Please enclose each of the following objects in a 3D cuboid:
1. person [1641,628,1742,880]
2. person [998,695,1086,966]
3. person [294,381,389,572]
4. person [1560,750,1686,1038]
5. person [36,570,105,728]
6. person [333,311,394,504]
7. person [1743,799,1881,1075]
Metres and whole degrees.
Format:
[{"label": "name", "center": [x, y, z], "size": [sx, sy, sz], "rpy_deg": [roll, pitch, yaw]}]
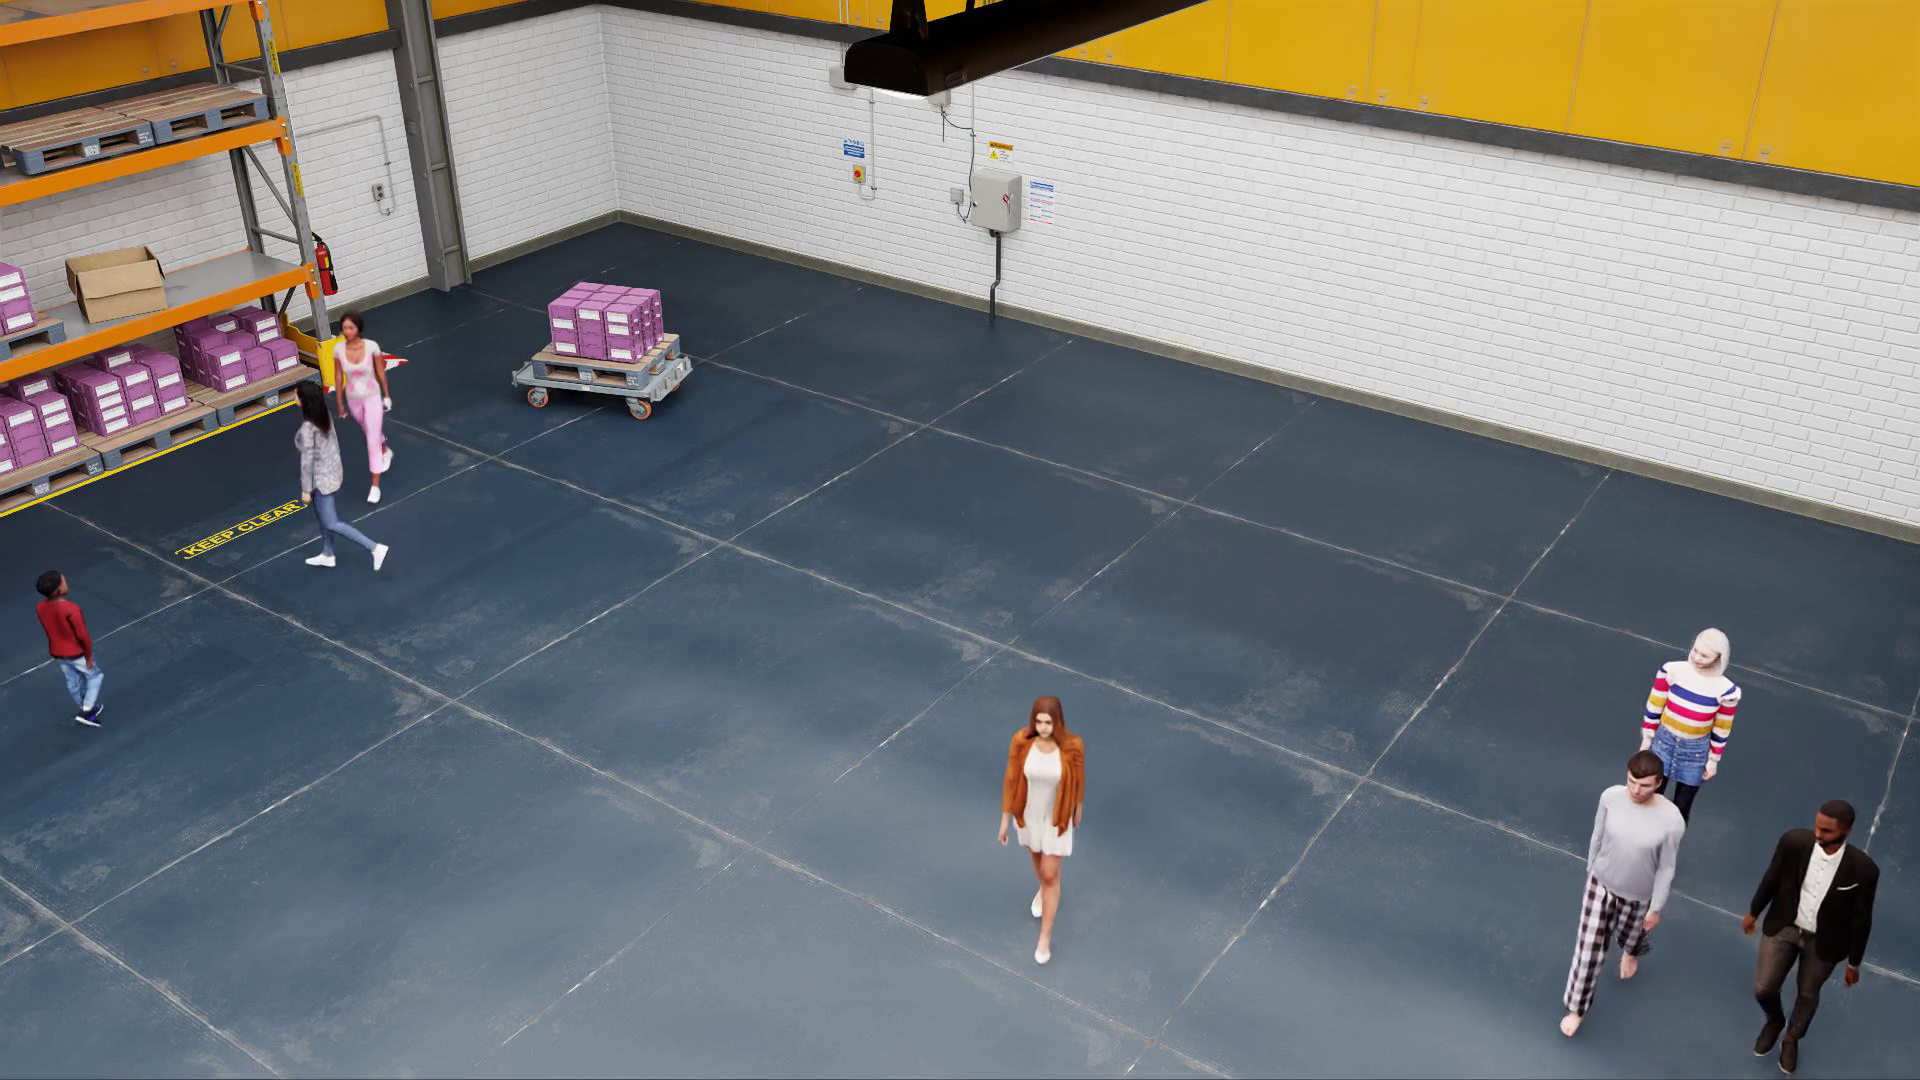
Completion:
[{"label": "person", "center": [4.479, 1.307, 10.325], "size": [0.649, 1.808, 0.511], "rpy_deg": [20, 34, 32]}, {"label": "person", "center": [0.506, 1.582, 9.946], "size": [0.824, 1.689, 1.058], "rpy_deg": [7, 29, 13]}, {"label": "person", "center": [-5.175, -0.484, 13.707], "size": [1.004, 1.713, 1.070], "rpy_deg": [3, 29, 5]}, {"label": "person", "center": [3.734, 1.884, 9.270], "size": [0.655, 1.807, 1.107], "rpy_deg": [19, 34, 31]}, {"label": "person", "center": [-6.363, 0.808, 11.827], "size": [0.621, 1.246, 0.693], "rpy_deg": [5, 29, 9]}, {"label": "person", "center": [-5.410, -1.277, 15.176], "size": [1.080, 1.700, 1.217], "rpy_deg": [-2, 29, -3]}, {"label": "person", "center": [4.551, 2.074, 8.940], "size": [0.764, 1.788, 0.629], "rpy_deg": [17, 33, 29]}]
